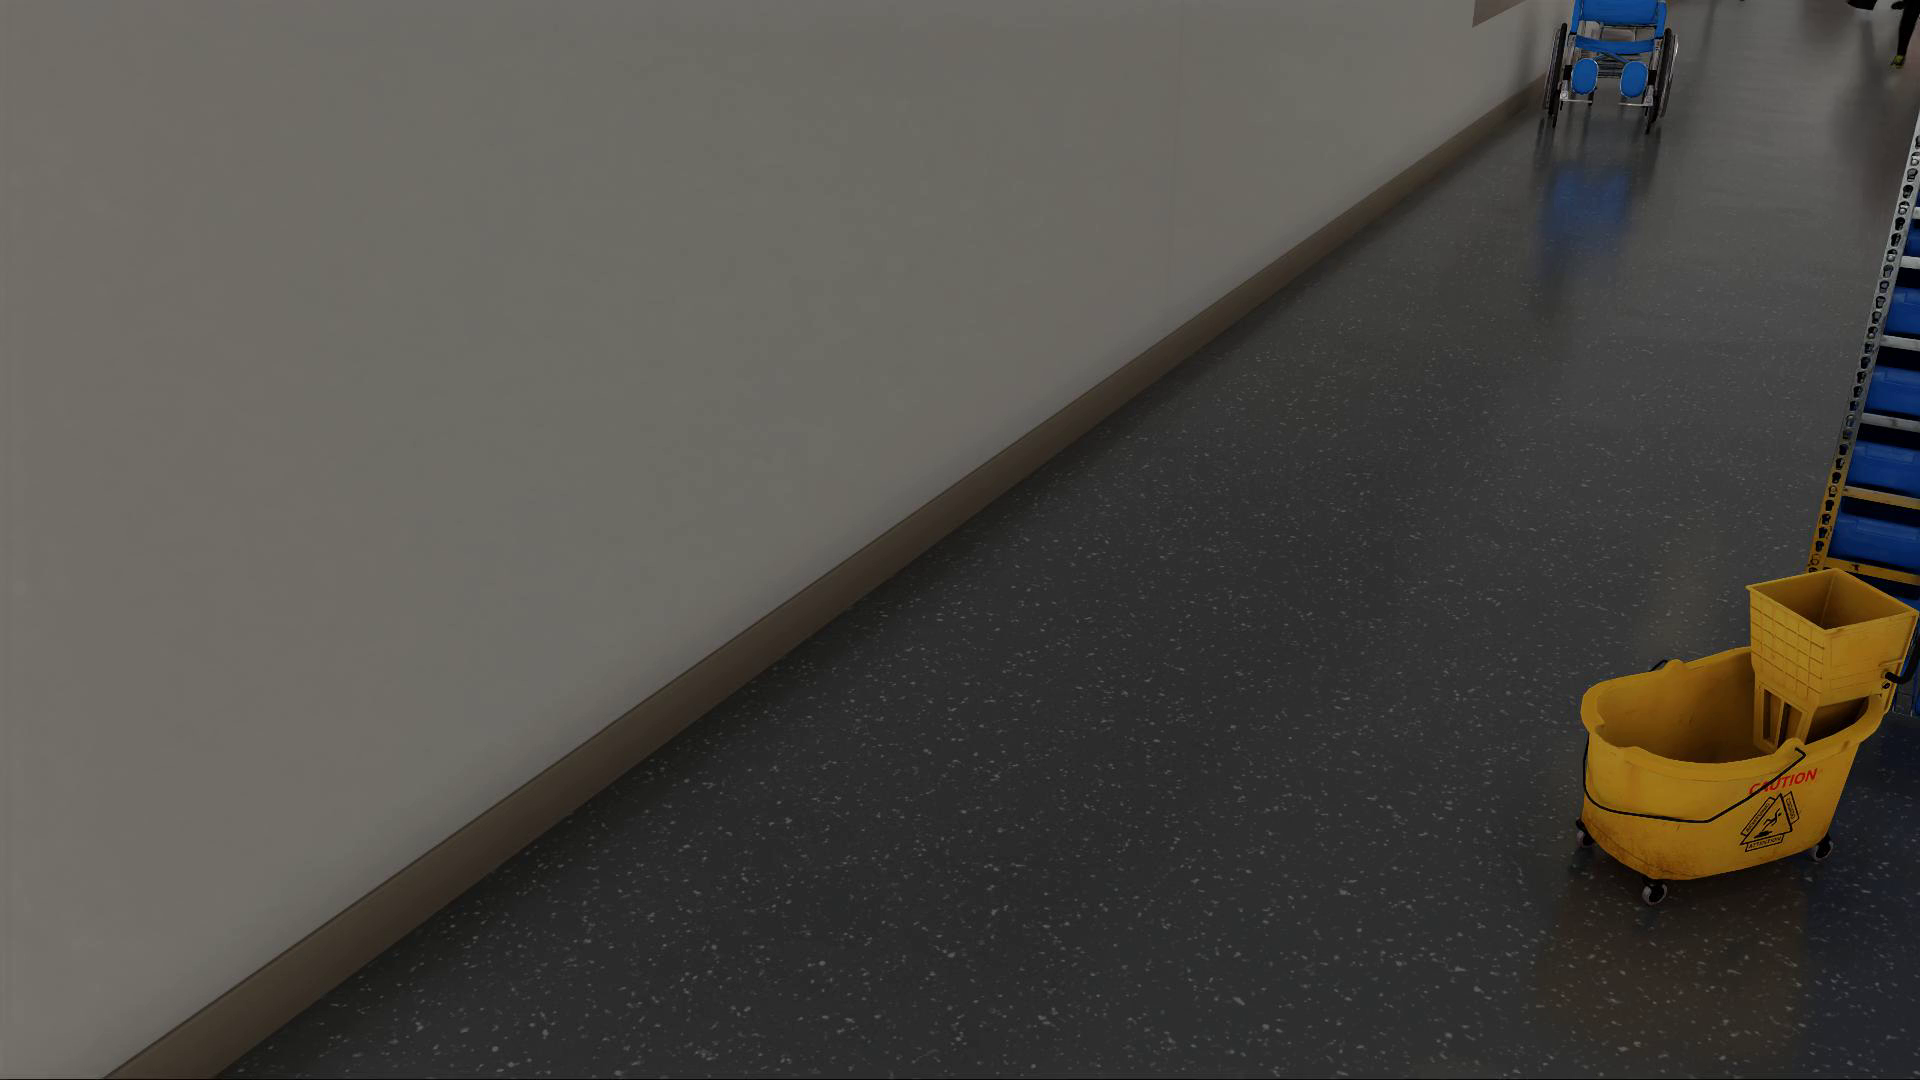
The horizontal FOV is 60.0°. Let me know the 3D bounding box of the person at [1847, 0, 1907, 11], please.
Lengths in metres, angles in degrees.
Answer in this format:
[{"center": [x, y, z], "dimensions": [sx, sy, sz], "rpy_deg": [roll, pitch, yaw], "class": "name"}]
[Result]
[{"center": [9.307, -6.053, 16.164], "dimensions": [1.237, 1.780, 1.146], "rpy_deg": [-5, 26, -11], "class": "person"}]
